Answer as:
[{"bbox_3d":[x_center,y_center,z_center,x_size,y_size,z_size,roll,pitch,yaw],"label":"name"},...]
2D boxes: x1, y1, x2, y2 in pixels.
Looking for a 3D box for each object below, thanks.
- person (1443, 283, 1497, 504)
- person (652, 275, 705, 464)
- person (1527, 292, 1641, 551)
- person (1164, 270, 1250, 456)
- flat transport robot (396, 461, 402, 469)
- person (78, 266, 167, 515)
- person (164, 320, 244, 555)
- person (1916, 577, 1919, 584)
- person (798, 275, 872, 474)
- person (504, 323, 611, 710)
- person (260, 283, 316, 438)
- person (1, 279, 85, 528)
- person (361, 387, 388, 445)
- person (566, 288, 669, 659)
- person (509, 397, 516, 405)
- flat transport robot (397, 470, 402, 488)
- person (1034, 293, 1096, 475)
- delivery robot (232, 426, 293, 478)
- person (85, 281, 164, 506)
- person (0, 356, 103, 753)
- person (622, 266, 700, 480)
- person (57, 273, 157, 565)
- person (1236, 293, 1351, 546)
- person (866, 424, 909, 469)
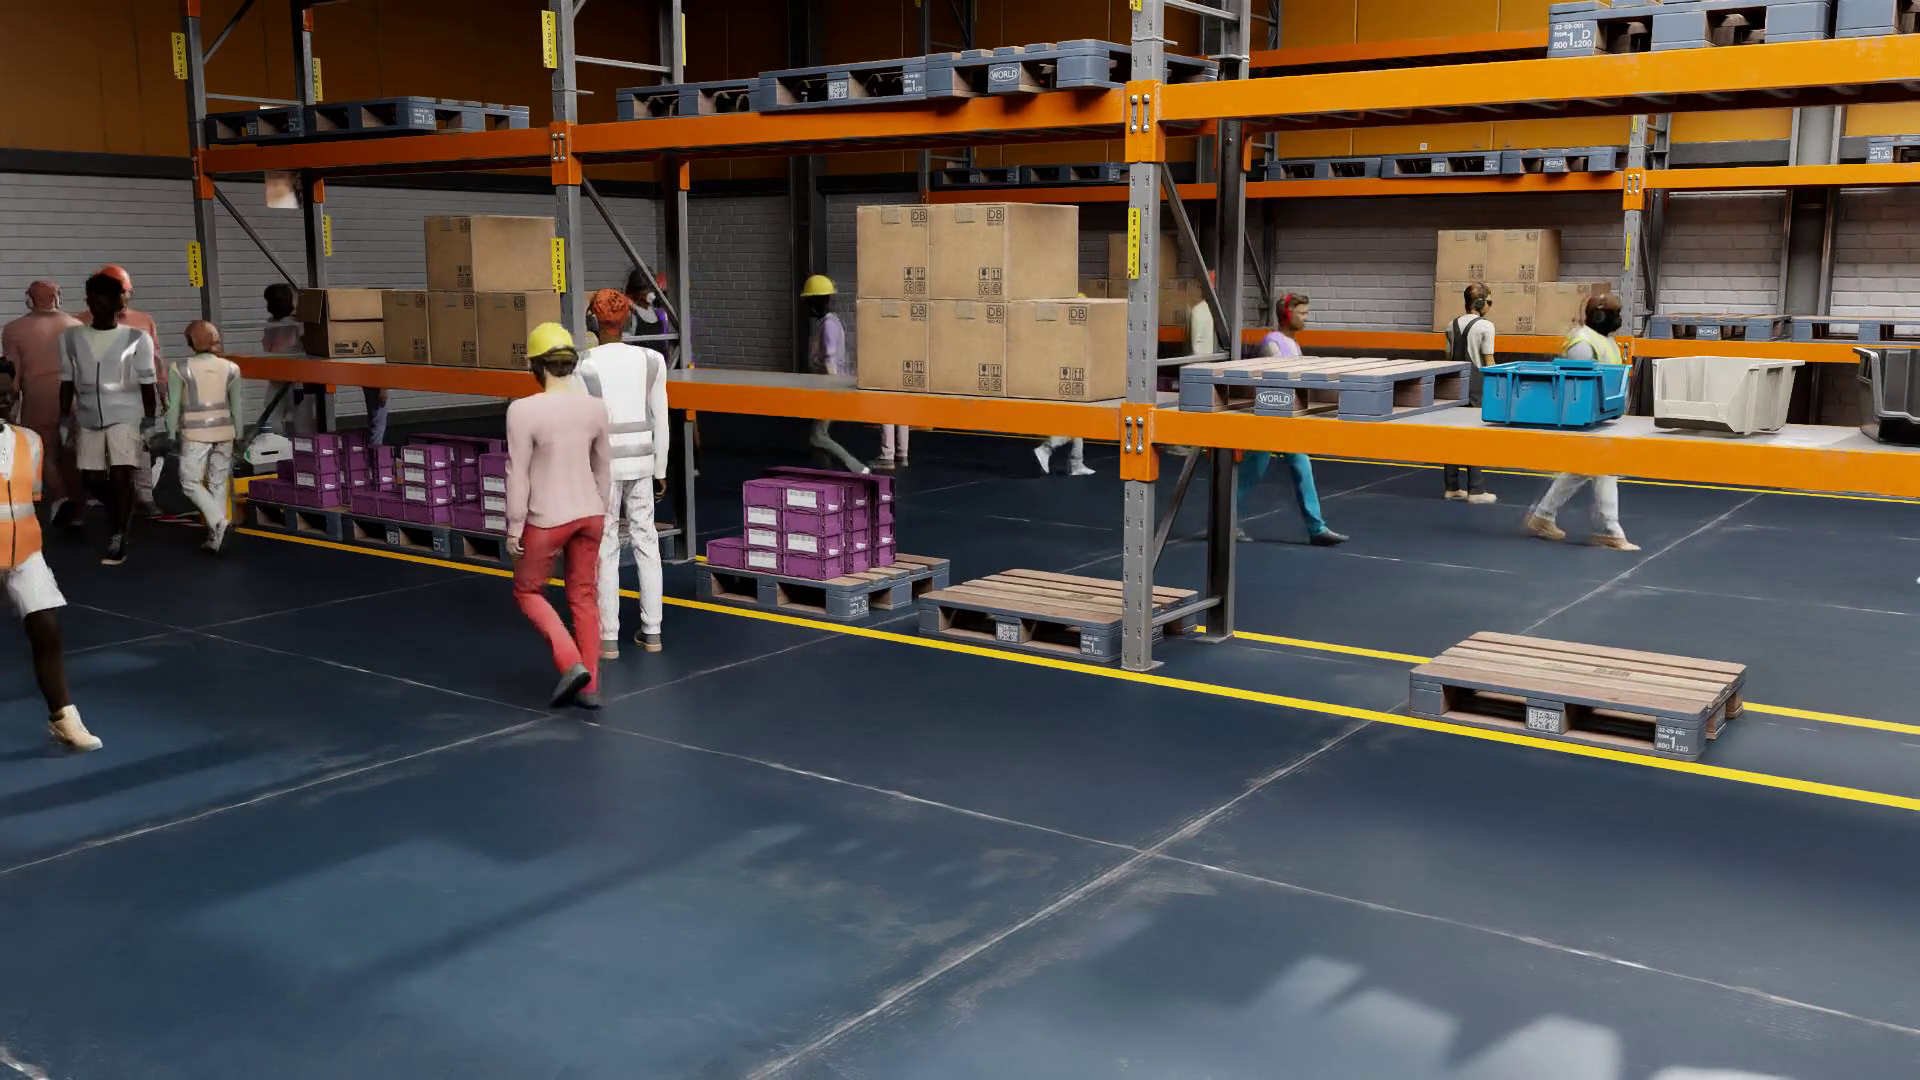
[{"bbox_3d":[4.279,-1.224,13.931,0.344,1.839,0.504,-6,11,-32],"label":"person"},{"bbox_3d":[-2.856,-1.656,16.381,0.555,1.887,0.582,4,10,24],"label":"person"},{"bbox_3d":[4.460,-0.844,11.839,0.855,1.824,0.633,6,11,33],"label":"person"},{"bbox_3d":[2.540,-1.789,17.019,1.075,1.921,0.636,8,12,40],"label":"person"},{"bbox_3d":[-5.397,-0.624,15.017,0.652,0.197,1.431,-6,11,-31],"label":"flat transport robot"},{"bbox_3d":[-6.608,-1.161,13.161,0.500,1.977,0.699,8,12,39],"label":"person"},{"bbox_3d":[-5.120,-0.688,11.360,0.623,1.621,0.522,8,12,38],"label":"person"},{"bbox_3d":[6.114,-0.609,10.210,0.567,1.856,0.396,-3,10,-15],"label":"person"},{"bbox_3d":[-1.091,-1.247,13.851,0.545,1.911,0.592,-1,10,-7],"label":"person"},{"bbox_3d":[-1.789,-0.086,7.418,0.424,1.747,0.580,8,12,40],"label":"person"},{"bbox_3d":[-6.009,-1.383,14.923,0.620,1.821,0.461,5,11,28],"label":"person"},{"bbox_3d":[-6.777,-0.997,12.448,0.525,1.885,0.687,9,13,42],"label":"person"},{"bbox_3d":[-5.157,-1.333,14.801,0.328,1.764,0.528,-4,10,-21],"label":"person"},{"bbox_3d":[-1.757,-0.335,8.503,0.573,1.883,0.355,-7,12,-35],"label":"person"},{"bbox_3d":[-3.427,-1.260,13.941,0.637,1.902,0.901,0,10,-1],"label":"person"},{"bbox_3d":[-4.543,-0.489,14.213,1.431,0.197,0.652,-4,10,-22],"label":"flat transport robot"},{"bbox_3d":[0.994,-1.440,15.548,0.616,1.721,0.487,-3,10,-18],"label":"person"},{"bbox_3d":[-6.121,-0.762,14.717,0.477,0.478,0.707,5,11,28],"label":"delivery robot"},{"bbox_3d":[-7.084,-1.261,13.985,0.600,1.897,0.726,5,11,29],"label":"person"},{"bbox_3d":[-4.018,0.054,6.849,0.868,1.659,0.537,5,11,26],"label":"person"},{"bbox_3d":[-2.952,-1.544,15.234,1.036,2.000,0.696,5,11,27],"label":"person"},{"bbox_3d":[-5.752,-0.824,11.253,0.648,1.938,0.663,-2,10,-9],"label":"person"},{"bbox_3d":[2.261,-0.842,11.792,0.963,1.797,0.575,6,11,32],"label":"person"},{"bbox_3d":[-0.734,-1.688,16.257,0.406,1.983,0.618,6,11,31],"label":"person"}]
